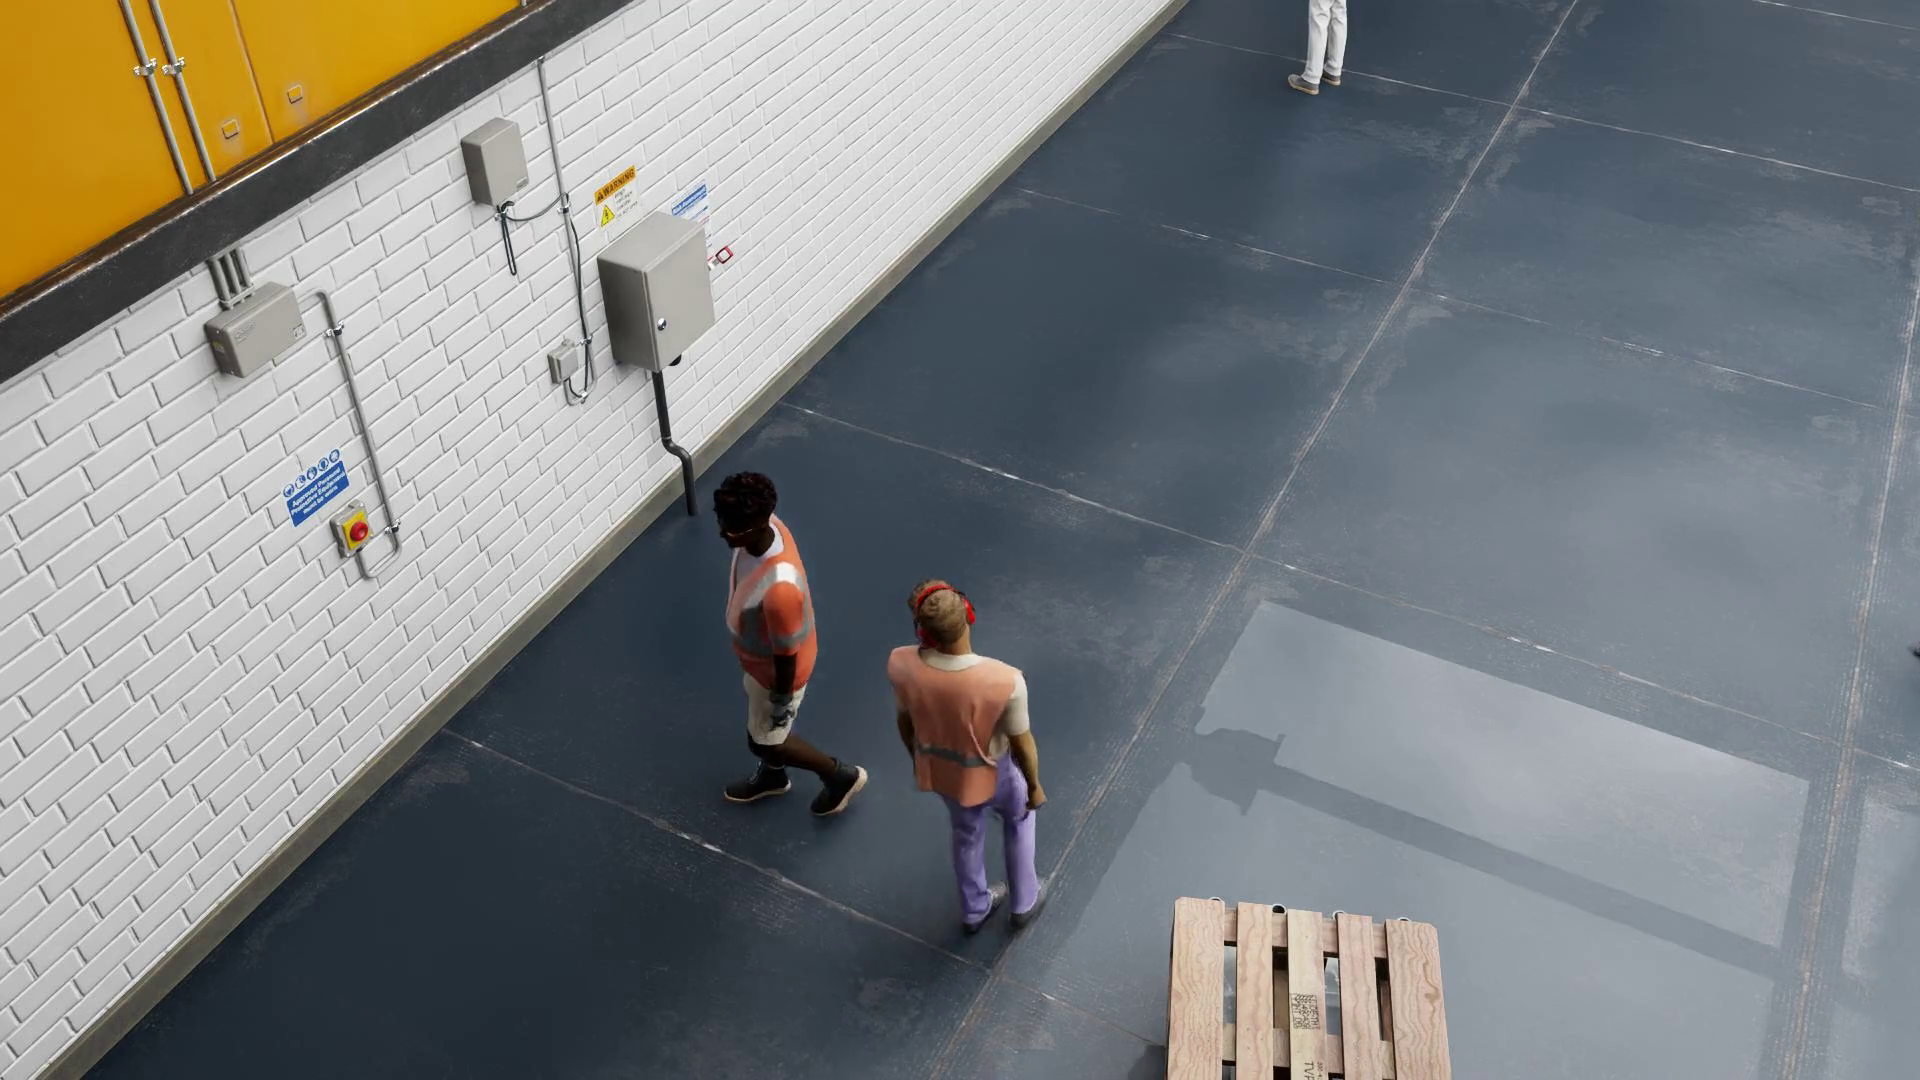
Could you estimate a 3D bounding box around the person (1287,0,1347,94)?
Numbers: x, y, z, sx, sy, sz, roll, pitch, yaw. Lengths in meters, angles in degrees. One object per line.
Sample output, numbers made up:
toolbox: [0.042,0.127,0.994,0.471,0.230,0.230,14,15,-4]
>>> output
person: [2.827,-4.328,12.629,0.566,1.878,0.352,-33,50,-32]

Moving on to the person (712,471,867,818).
person: [-0.784,0.465,7.017,0.514,1.949,0.633,-10,42,-12]

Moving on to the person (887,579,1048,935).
person: [0.057,0.880,6.647,0.641,1.795,0.551,17,44,19]
